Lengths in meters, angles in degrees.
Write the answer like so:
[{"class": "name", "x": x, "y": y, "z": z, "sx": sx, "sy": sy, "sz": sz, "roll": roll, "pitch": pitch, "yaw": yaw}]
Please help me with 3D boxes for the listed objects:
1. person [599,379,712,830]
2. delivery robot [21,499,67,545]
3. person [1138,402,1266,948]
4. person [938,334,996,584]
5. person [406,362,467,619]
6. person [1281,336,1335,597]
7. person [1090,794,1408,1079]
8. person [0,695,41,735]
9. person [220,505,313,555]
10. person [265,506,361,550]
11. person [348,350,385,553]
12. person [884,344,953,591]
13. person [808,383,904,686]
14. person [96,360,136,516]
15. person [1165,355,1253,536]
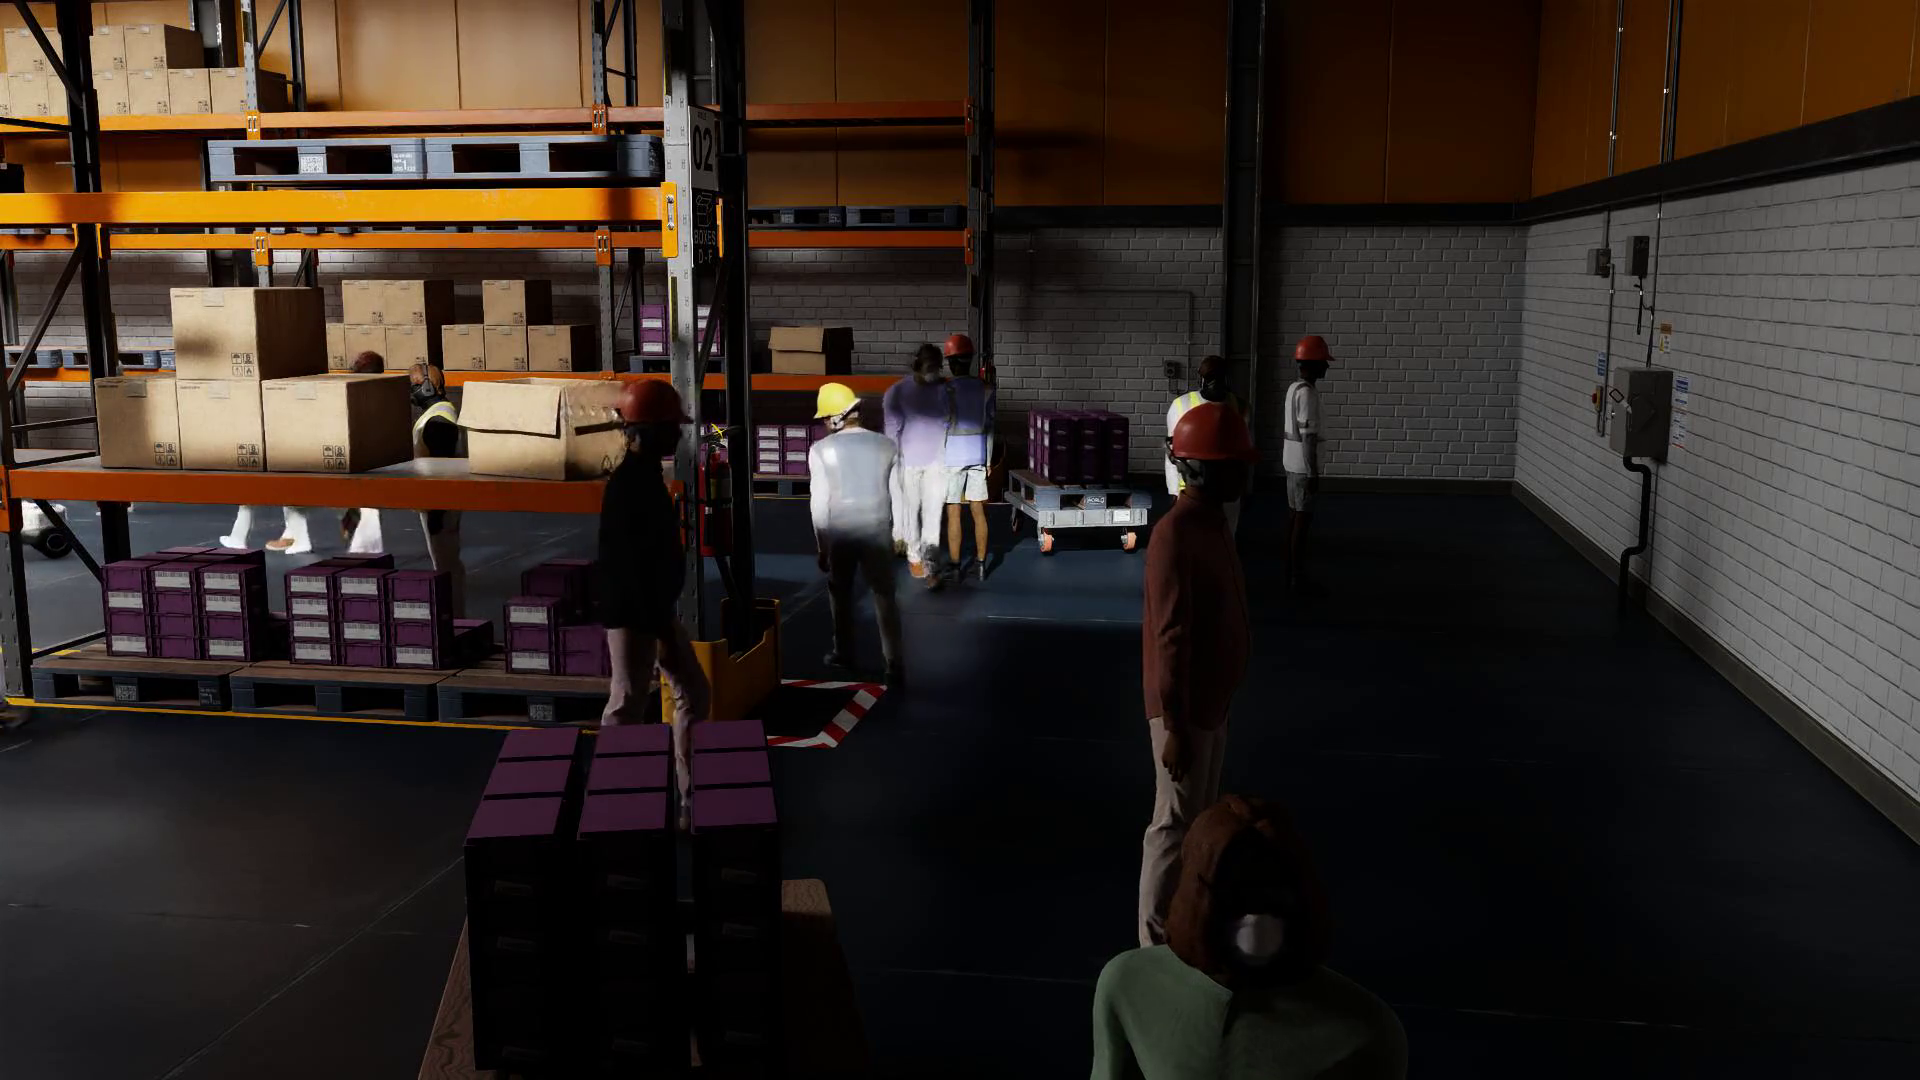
[{"class": "person", "x": -1.195, "y": 0.318, "z": 6.938, "sx": 0.810, "sy": 1.962, "sz": 0.642, "roll": 0, "pitch": 9, "yaw": -2}, {"class": "delivery robot", "x": -7.921, "y": -0.159, "z": 13.977, "sx": 0.707, "sy": 0.478, "sz": 0.477, "roll": -7, "pitch": 12, "yaw": -38}, {"class": "person", "x": 0.787, "y": 0.542, "z": 5.462, "sx": 0.395, "sy": 1.992, "sz": 0.622, "roll": 3, "pitch": 10, "yaw": 21}, {"class": "person", "x": 0.010, "y": -0.626, "z": 12.893, "sx": 0.544, "sy": 1.937, "sz": 0.358, "roll": -6, "pitch": 11, "yaw": -31}, {"class": "person", "x": -3.376, "y": -0.222, "z": 10.708, "sx": 0.429, "sy": 1.836, "sz": 0.620, "roll": -4, "pitch": 10, "yaw": -21}, {"class": "person", "x": 2.597, "y": -0.552, "z": 12.430, "sx": 0.354, "sy": 1.939, "sz": 0.544, "roll": 0, "pitch": 9, "yaw": 0}, {"class": "person", "x": 0.421, "y": 1.185, "z": 2.583, "sx": 0.507, "sy": 1.636, "sz": 0.273, "roll": 4, "pitch": 10, "yaw": 23}, {"class": "person", "x": -5.206, "y": 0.119, "z": 8.367, "sx": 0.973, "sy": 1.898, "sz": 0.658, "roll": 1, "pitch": 9, "yaw": 9}, {"class": "person", "x": -5.931, "y": -0.798, "z": 14.195, "sx": 0.956, "sy": 1.877, "sz": 0.596, "roll": 5, "pitch": 10, "yaw": 29}, {"class": "person", "x": -5.654, "y": -0.827, "z": 14.402, "sx": 0.714, "sy": 1.850, "sz": 0.646, "roll": -2, "pitch": 9, "yaw": -13}, {"class": "person", "x": -4.633, "y": -0.570, "z": 12.907, "sx": 0.580, "sy": 1.837, "sz": 0.948, "roll": -8, "pitch": 12, "yaw": -42}, {"class": "person", "x": -0.267, "y": -0.568, "z": 12.760, "sx": 0.640, "sy": 1.868, "sz": 1.020, "roll": -1, "pitch": 9, "yaw": -9}, {"class": "person", "x": -0.586, "y": -0.035, "z": 9.749, "sx": 0.613, "sy": 1.778, "sz": 0.923, "roll": -4, "pitch": 10, "yaw": -24}, {"class": "person", "x": -8.425, "y": -1.167, "z": 16.469, "sx": 0.310, "sy": 1.864, "sz": 0.533, "roll": -1, "pitch": 9, "yaw": -6}, {"class": "person", "x": 1.711, "y": -0.338, "z": 11.394, "sx": 0.619, "sy": 1.845, "sz": 0.430, "roll": -1, "pitch": 9, "yaw": -5}]
